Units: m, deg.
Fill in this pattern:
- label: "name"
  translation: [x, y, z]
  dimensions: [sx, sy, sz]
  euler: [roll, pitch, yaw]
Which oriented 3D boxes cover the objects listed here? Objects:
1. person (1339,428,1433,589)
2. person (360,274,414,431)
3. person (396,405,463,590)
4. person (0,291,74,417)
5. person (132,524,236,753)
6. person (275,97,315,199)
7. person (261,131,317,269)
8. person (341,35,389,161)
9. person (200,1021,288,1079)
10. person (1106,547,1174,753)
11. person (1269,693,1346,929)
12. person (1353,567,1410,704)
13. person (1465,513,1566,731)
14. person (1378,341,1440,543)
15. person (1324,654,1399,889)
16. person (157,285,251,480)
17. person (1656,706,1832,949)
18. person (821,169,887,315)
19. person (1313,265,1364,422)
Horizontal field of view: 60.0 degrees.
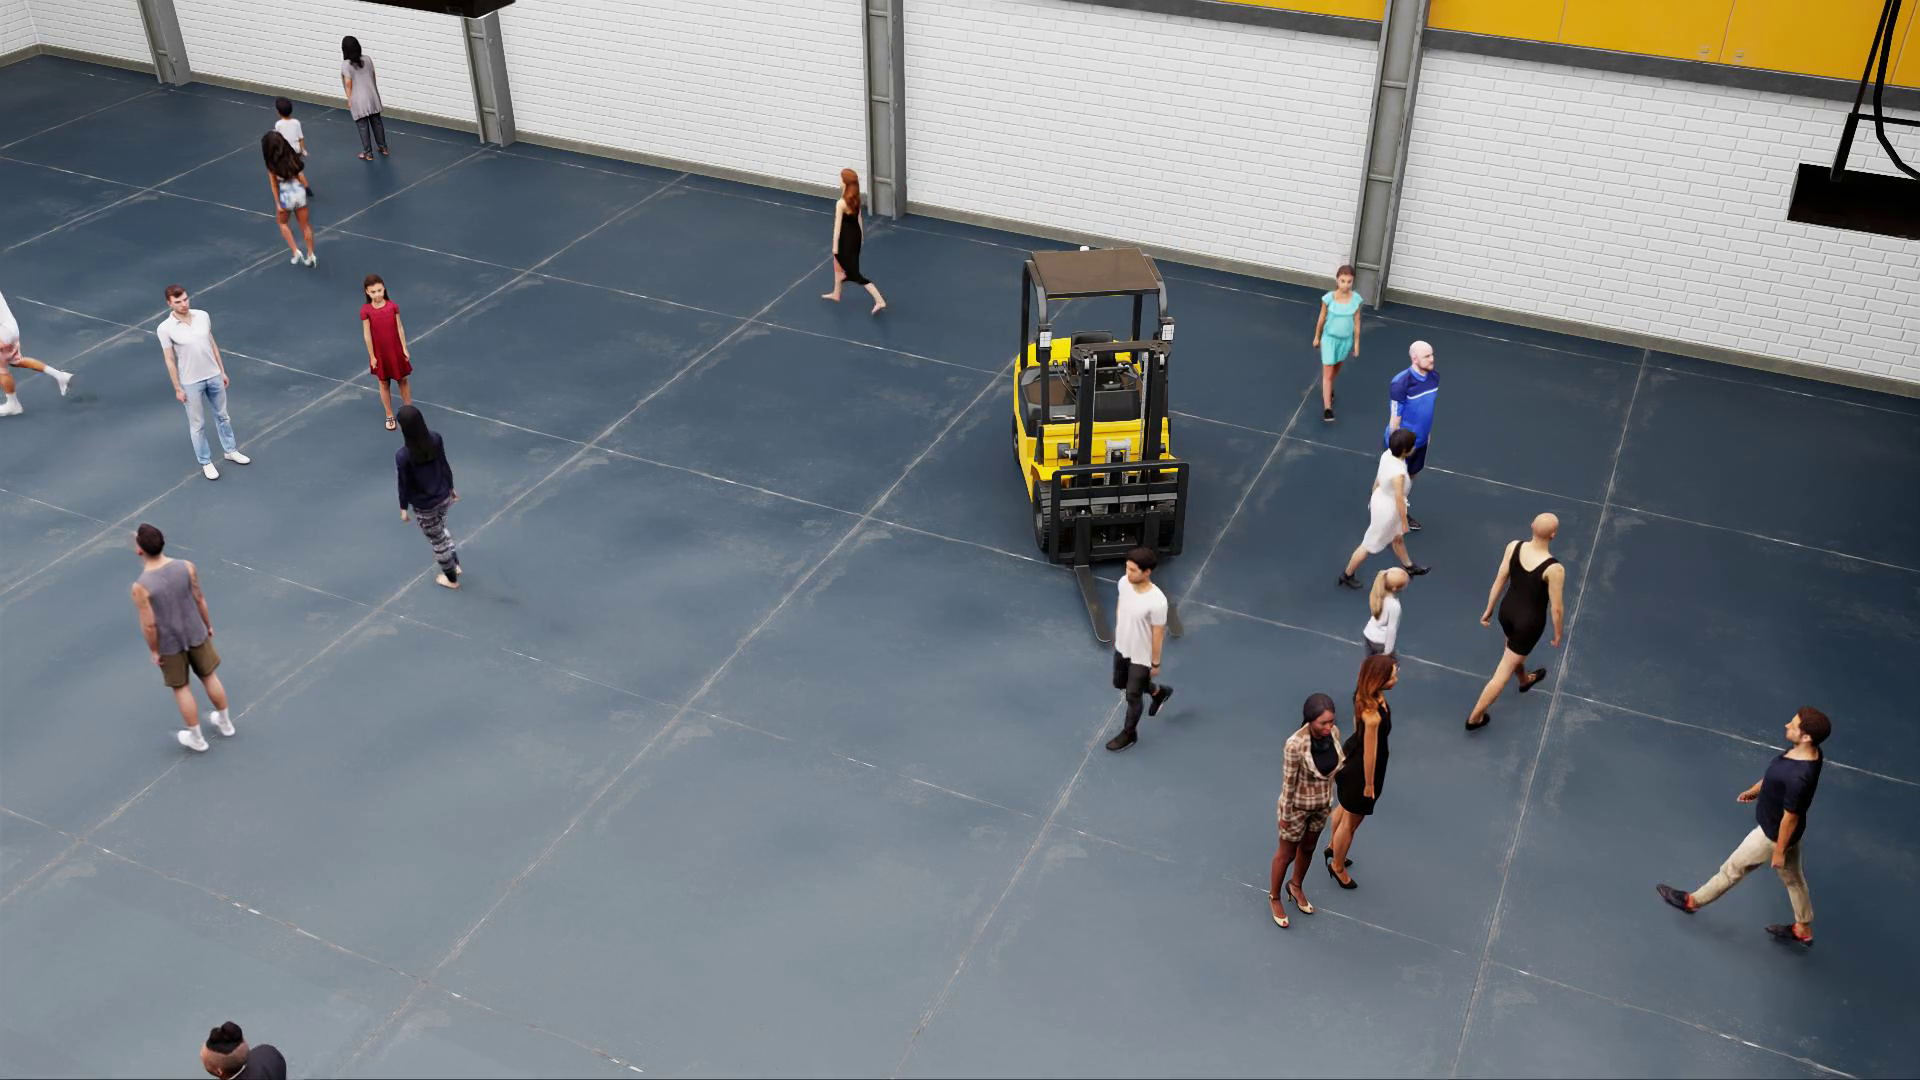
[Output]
- label: "person"
  translation: [3.397, -0.209, 13.569]
  dimensions: [1.086, 1.509, 0.856]
  euler: [-1, 34, -1]
- label: "person"
  translation: [-5.502, -1.834, 15.975]
  dimensions: [0.665, 1.554, 0.726]
  euler: [-20, 39, -27]
- label: "person"
  translation: [-4.255, -0.319, 13.540]
  dimensions: [0.639, 1.724, 0.669]
  euler: [20, 38, 27]
- label: "person"
  translation: [-9.198, -2.029, 16.083]
  dimensions: [1.128, 1.759, 1.044]
  euler: [-10, 35, -14]
- label: "person"
  translation: [-5.542, 0.686, 11.811]
  dimensions: [0.644, 1.844, 0.672]
  euler: [23, 40, 31]
- label: "person"
  translation: [-8.354, -4.888, 20.862]
  dimensions: [0.959, 1.229, 0.655]
  euler: [27, 42, 35]
- label: "person"
  translation: [-7.574, -3.848, 18.954]
  dimensions: [0.669, 1.609, 0.634]
  euler: [24, 40, 31]
- label: "person"
  translation: [-7.889, -5.858, 21.977]
  dimensions: [0.707, 1.611, 0.681]
  euler: [22, 40, 30]
- label: "person"
  translation: [-3.345, 3.063, 8.257]
  dimensions: [0.962, 1.942, 0.827]
  euler: [6, 34, 9]
- label: "person"
  translation: [1.339, 0.754, 11.943]
  dimensions: [0.933, 1.707, 0.930]
  euler: [-20, 39, -27]
- label: "person"
  translation: [2.163, 1.686, 10.461]
  dimensions: [0.681, 1.795, 0.715]
  euler: [-18, 38, -25]
- label: "person"
  translation: [3.071, 0.738, 12.364]
  dimensions: [0.671, 1.266, 0.608]
  euler: [-13, 36, -19]
- label: "person"
  translation: [4.007, 0.639, 12.069]
  dimensions: [1.150, 1.758, 1.226]
  euler: [-20, 39, -27]
- label: "person"
  translation: [3.836, -0.874, 14.268]
  dimensions: [0.758, 1.844, 0.750]
  euler: [-22, 40, -30]
- label: "person"
  translation: [2.587, 1.485, 10.727]
  dimensions: [0.625, 1.834, 0.643]
  euler: [4, 34, 6]
- label: "person"
  translation: [-6.936, -1.475, 15.165]
  dimensions: [0.614, 1.851, 0.697]
  euler: [23, 40, 30]
- label: "person"
  translation: [5.141, 1.820, 10.249]
  dimensions: [1.226, 1.805, 0.787]
  euler: [21, 39, 28]
- label: "person"
  translation: [-1.118, -3.195, 17.996]
  dimensions: [1.095, 1.583, 0.589]
  euler: [15, 37, 22]
- label: "person"
  translation: [3.675, -1.976, 16.219]
  dimensions: [1.065, 1.519, 0.896]
  euler: [1, 34, 2]
